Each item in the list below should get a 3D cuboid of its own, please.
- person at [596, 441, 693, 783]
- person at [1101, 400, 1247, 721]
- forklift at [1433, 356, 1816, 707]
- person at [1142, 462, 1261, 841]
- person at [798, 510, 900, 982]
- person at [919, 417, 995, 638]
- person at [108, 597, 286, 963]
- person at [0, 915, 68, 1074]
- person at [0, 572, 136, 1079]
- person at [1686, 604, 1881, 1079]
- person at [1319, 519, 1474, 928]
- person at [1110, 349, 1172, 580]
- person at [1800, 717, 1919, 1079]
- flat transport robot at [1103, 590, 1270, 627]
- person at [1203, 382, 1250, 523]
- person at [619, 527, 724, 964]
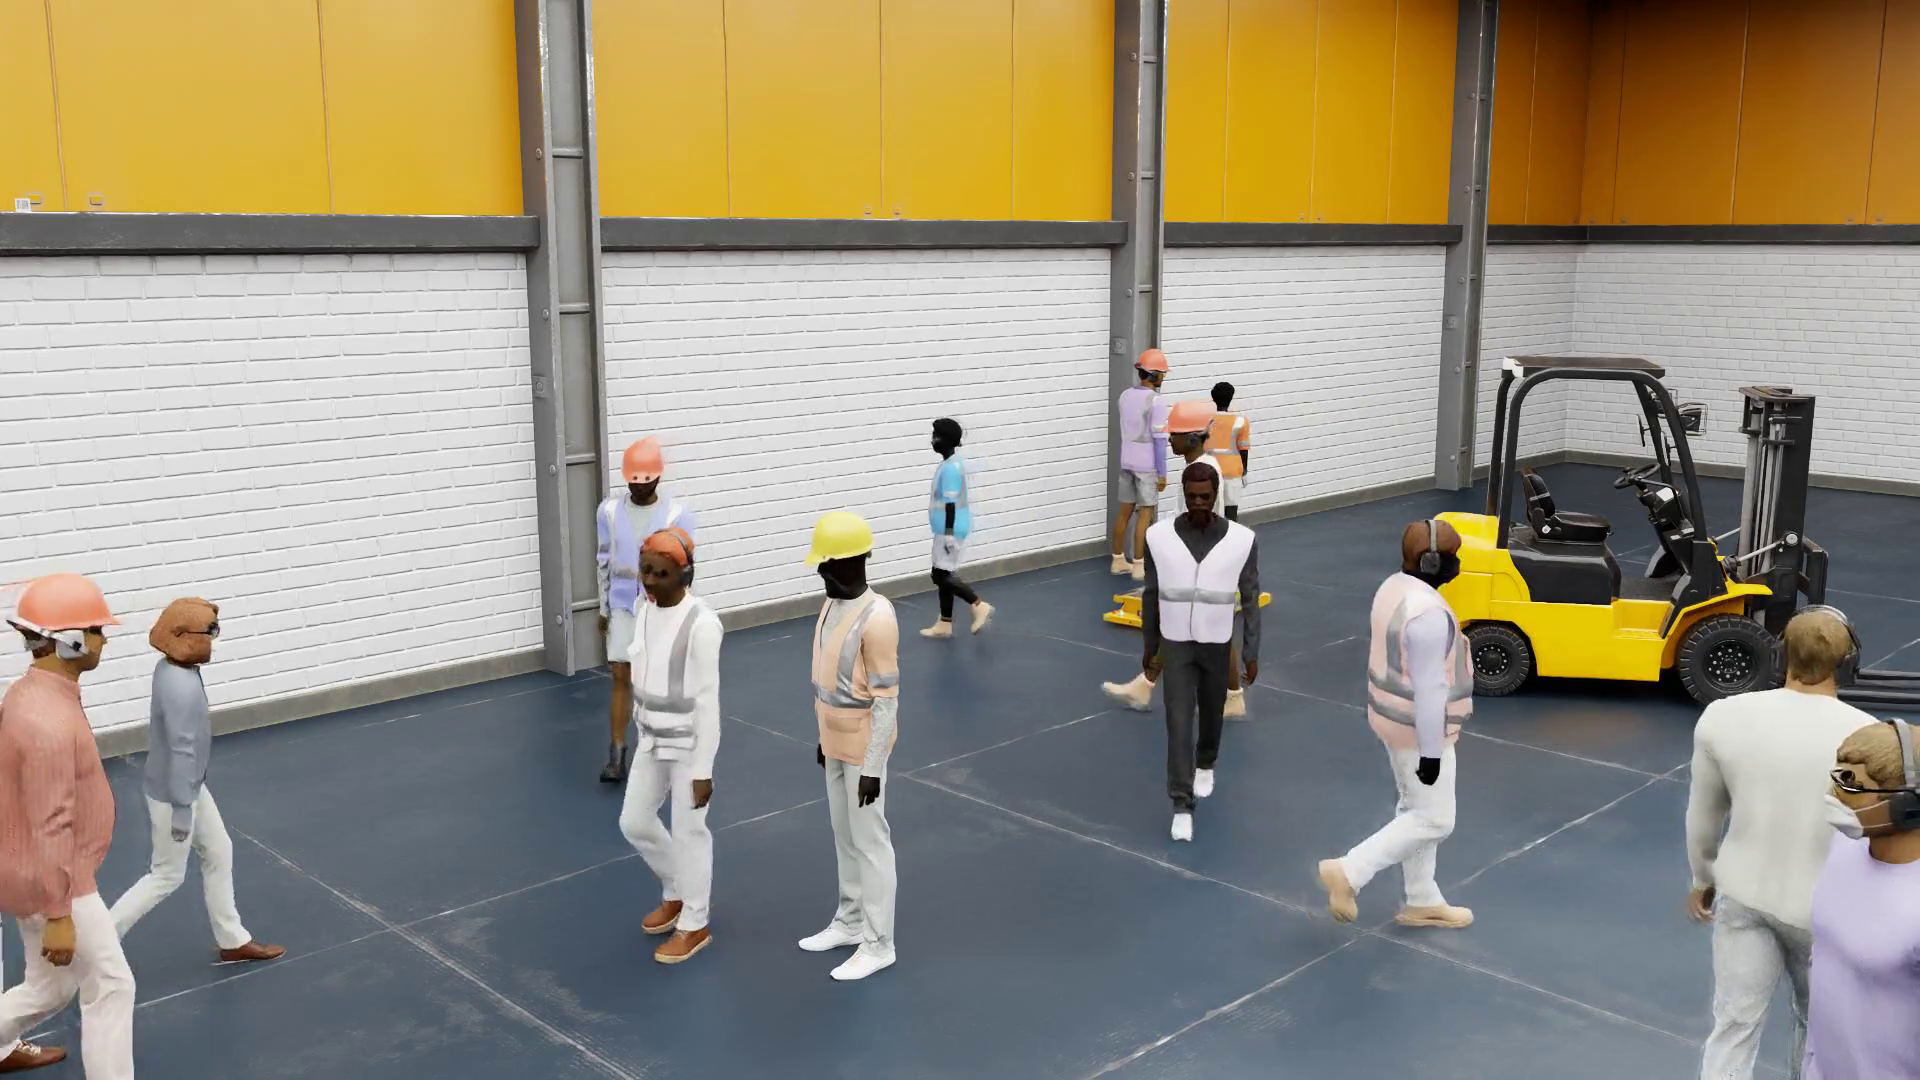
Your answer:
[{"bbox_3d":[-1.762,0.400,9.176,0.567,1.887,0.946,0,10,0],"label":"person"},{"bbox_3d":[1.340,0.141,10.281,1.002,1.995,0.634,2,11,10],"label":"person"},{"bbox_3d":[4.276,-0.101,11.076,2.313,2.155,1.214,2,11,13],"label":"forklift"},{"bbox_3d":[1.244,0.510,8.622,0.605,1.880,0.976,2,11,8],"label":"person"},{"bbox_3d":[-0.446,0.824,6.773,0.370,1.924,0.586,-5,12,-26],"label":"person"},{"bbox_3d":[-0.038,-0.076,12.330,0.480,1.679,0.543,0,10,-2],"label":"person"},{"bbox_3d":[-3.198,1.012,6.649,0.756,1.593,0.544,-5,11,-25],"label":"person"},{"bbox_3d":[-3.608,1.041,5.704,0.751,1.883,0.657,-6,12,-31],"label":"person"},{"bbox_3d":[-2.995,1.087,5.272,0.820,1.966,0.615,-7,12,-32],"label":"person"},{"bbox_3d":[2.633,1.120,5.241,0.655,1.888,0.985,9,14,41],"label":"person"},{"bbox_3d":[1.909,0.808,7.120,0.625,1.826,0.642,0,10,0],"label":"person"},{"bbox_3d":[1.625,-0.661,14.612,0.452,2.029,0.622,-6,12,-30],"label":"person"},{"bbox_3d":[2.128,1.350,3.863,0.353,1.936,0.635,1,10,4],"label":"person"},{"bbox_3d":[1.811,0.480,13.156,0.652,0.197,1.431,9,13,40],"label":"flat transport robot"},{"bbox_3d":[2.371,-0.593,15.135,0.535,1.693,0.317,4,11,21],"label":"person"},{"bbox_3d":[-1.149,0.847,6.836,0.616,1.857,0.431,10,14,44],"label":"person"}]
